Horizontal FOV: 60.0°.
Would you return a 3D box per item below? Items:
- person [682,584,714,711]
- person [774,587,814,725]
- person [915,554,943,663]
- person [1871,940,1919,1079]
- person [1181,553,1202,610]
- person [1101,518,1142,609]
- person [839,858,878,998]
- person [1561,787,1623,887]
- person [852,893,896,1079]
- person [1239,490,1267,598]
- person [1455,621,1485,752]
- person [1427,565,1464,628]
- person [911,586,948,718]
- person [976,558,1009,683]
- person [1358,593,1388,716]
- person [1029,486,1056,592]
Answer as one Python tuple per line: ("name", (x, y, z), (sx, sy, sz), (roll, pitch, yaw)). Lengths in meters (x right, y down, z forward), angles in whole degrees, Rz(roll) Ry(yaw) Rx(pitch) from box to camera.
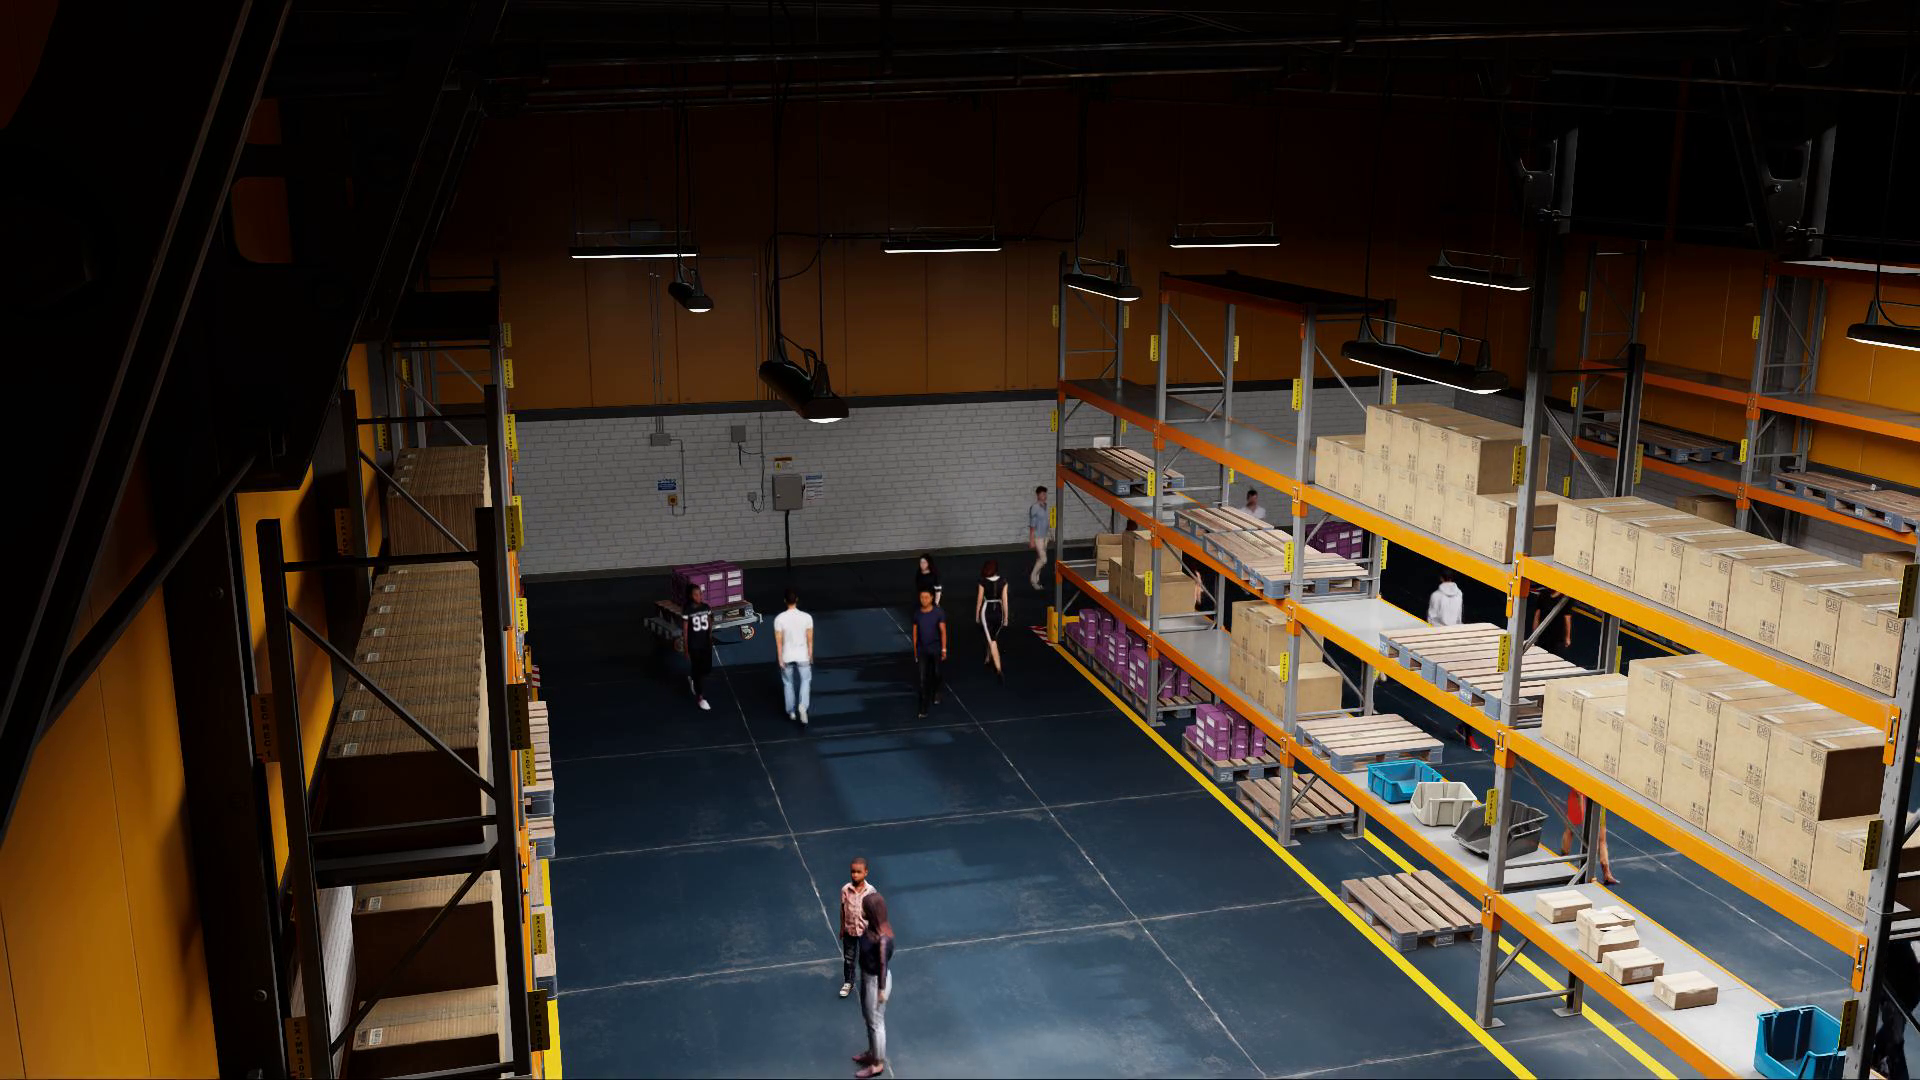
("person", (-3.628, 1.447, 22.800), (0.818, 1.714, 0.994), (-10, 17, -37))
("person", (-2.177, 1.563, 22.038), (0.751, 1.848, 0.991), (-2, 14, -8))
("person", (-0.418, 0.990, 24.923), (1.034, 1.602, 1.181), (5, 15, 21))
("person", (7.680, 3.631, 13.651), (0.794, 1.775, 1.150), (-1, 14, -5))
("person", (3.474, 0.954, 25.368), (0.717, 1.464, 0.937), (-1, 14, -5))
("person", (2.677, 0.459, 26.949), (0.758, 1.681, 1.069), (-2, 14, -8))
("person", (-0.919, 3.513, 15.135), (0.571, 1.306, 0.588), (1, 14, 6))
("person", (6.511, 2.753, 17.482), (0.616, 1.678, 1.063), (-4, 14, -17))
("person", (-0.706, 3.667, 13.859), (0.681, 1.608, 0.533), (-4, 14, -15))
("person", (4.948, 0.037, 28.417), (0.767, 1.811, 1.121), (-2, 14, -7))
("person", (6.552, 1.832, 21.295), (0.734, 1.675, 0.843), (-9, 16, -34))
("person", (6.753, 1.305, 22.963), (0.735, 1.913, 0.729), (-6, 15, -24))
("person", (-0.387, 1.472, 22.604), (0.927, 1.758, 1.219), (1, 14, 6))
("person", (0.486, 1.186, 23.801), (0.604, 1.750, 1.127), (-4, 14, -16))
("person", (5.555, 1.505, 22.560), (0.682, 1.713, 0.757), (-7, 15, -27))
("person", (1.311, -0.044, 28.704), (0.820, 1.832, 0.776), (11, 17, 38))
